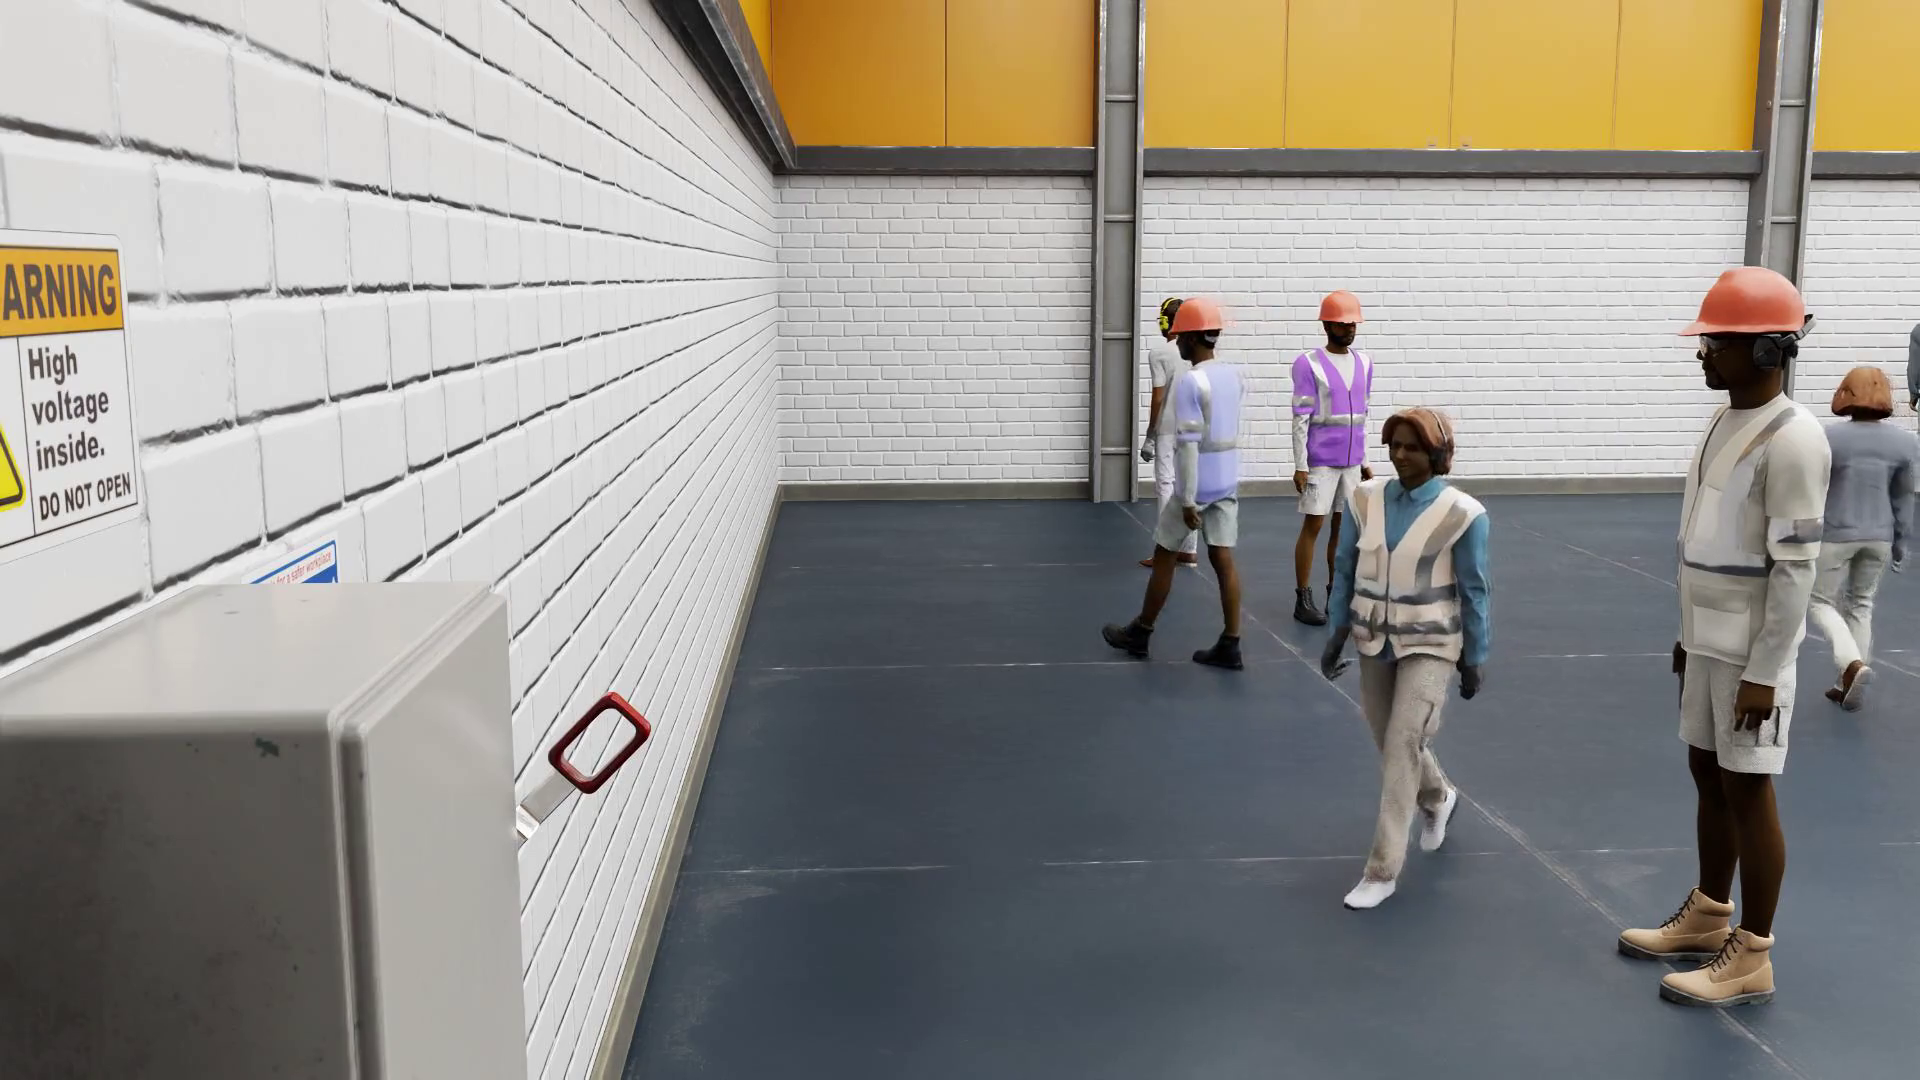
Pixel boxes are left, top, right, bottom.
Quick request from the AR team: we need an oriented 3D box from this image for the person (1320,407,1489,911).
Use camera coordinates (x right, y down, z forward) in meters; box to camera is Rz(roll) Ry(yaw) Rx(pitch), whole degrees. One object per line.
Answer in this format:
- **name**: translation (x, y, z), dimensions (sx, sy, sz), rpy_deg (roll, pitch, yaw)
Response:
- **person**: translation (1.509, 0.350, 5.512), dimensions (0.793, 1.609, 0.508), rpy_deg (-9, 12, -43)

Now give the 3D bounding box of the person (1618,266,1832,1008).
- **person**: translation (2.140, 0.274, 4.632), dimensions (0.371, 2.044, 0.608), rpy_deg (0, 9, 3)

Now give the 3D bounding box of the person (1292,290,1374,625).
- **person**: translation (2.181, -0.474, 9.656), dimensions (0.553, 1.935, 0.362), rpy_deg (-4, 10, -26)

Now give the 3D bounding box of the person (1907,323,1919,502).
- **person**: translation (8.719, -1.282, 14.730), dimensions (0.352, 1.937, 0.635), rpy_deg (-6, 11, -32)

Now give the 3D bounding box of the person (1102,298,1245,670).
- **person**: translation (1.160, -0.294, 8.657), dimensions (0.554, 1.903, 0.837), rpy_deg (-9, 12, -43)

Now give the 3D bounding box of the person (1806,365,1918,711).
- **person**: translation (4.111, 0.010, 7.626), dimensions (0.508, 1.615, 0.540), rpy_deg (1, 9, 5)

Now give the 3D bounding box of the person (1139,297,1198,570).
- **person**: translation (1.458, -0.729, 11.470), dimensions (0.538, 1.869, 0.313), rpy_deg (-7, 11, -37)
